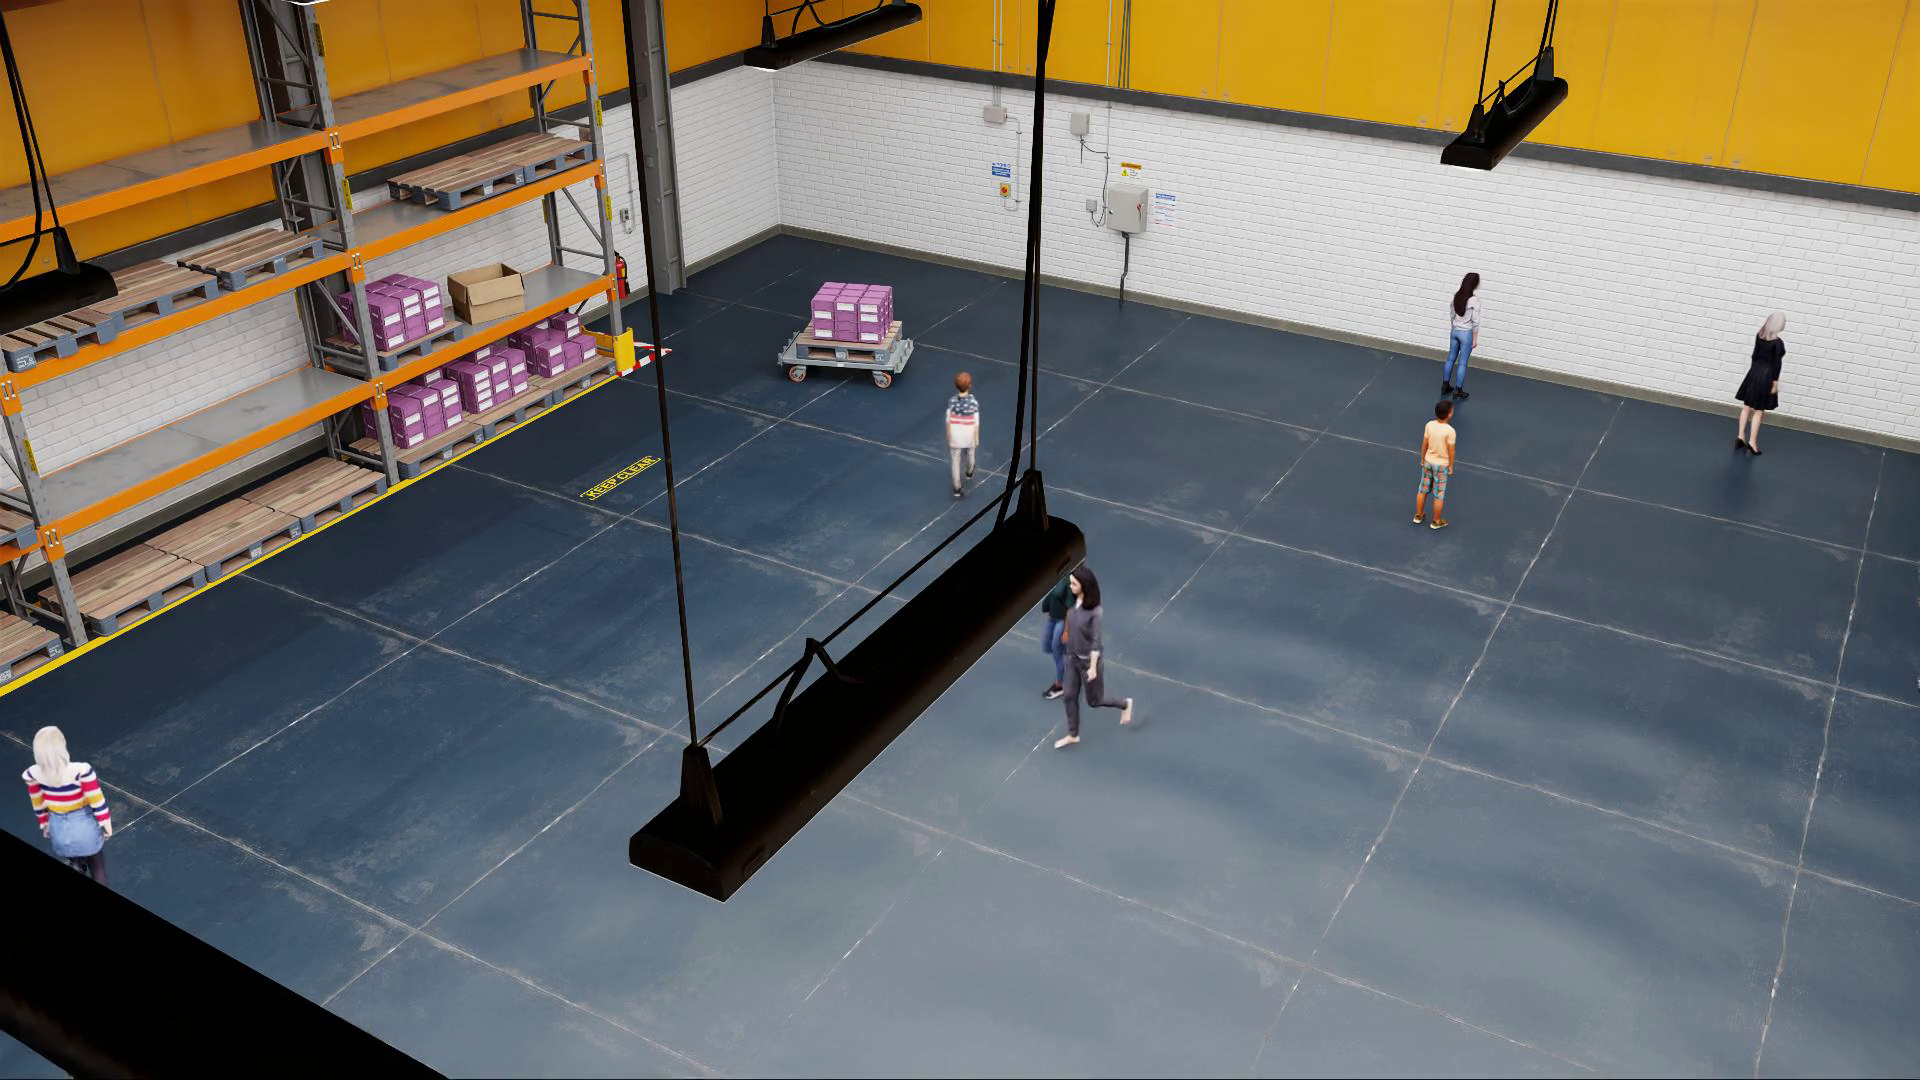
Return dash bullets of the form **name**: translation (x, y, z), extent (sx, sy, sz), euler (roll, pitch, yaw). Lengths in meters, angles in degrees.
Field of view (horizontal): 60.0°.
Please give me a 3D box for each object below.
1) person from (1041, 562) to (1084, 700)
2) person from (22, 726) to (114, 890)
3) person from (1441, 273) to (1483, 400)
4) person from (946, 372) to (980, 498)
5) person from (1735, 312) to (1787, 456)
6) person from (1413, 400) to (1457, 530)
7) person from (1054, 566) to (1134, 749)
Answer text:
- **person**: translation (0.986, 0.700, 14.994), extent (0.838, 1.603, 0.763), euler (-14, 32, -25)
- **person**: translation (-6.481, 2.161, 12.110), extent (0.854, 1.800, 0.922), euler (-2, 29, -4)
- **person**: translation (6.342, -2.592, 21.002), extent (0.679, 1.629, 0.682), euler (-16, 32, -27)
- **person**: translation (0.017, -1.164, 18.621), extent (0.777, 1.403, 1.012), euler (3, 29, 6)
- **person**: translation (9.416, -1.853, 19.525), extent (0.755, 1.747, 0.697), euler (-8, 30, -14)
- **person**: translation (5.144, -0.827, 17.942), extent (0.557, 1.461, 0.546), euler (23, 36, 36)
- **person**: translation (1.152, 1.003, 14.304), extent (1.072, 1.733, 0.903), euler (-15, 32, -26)
